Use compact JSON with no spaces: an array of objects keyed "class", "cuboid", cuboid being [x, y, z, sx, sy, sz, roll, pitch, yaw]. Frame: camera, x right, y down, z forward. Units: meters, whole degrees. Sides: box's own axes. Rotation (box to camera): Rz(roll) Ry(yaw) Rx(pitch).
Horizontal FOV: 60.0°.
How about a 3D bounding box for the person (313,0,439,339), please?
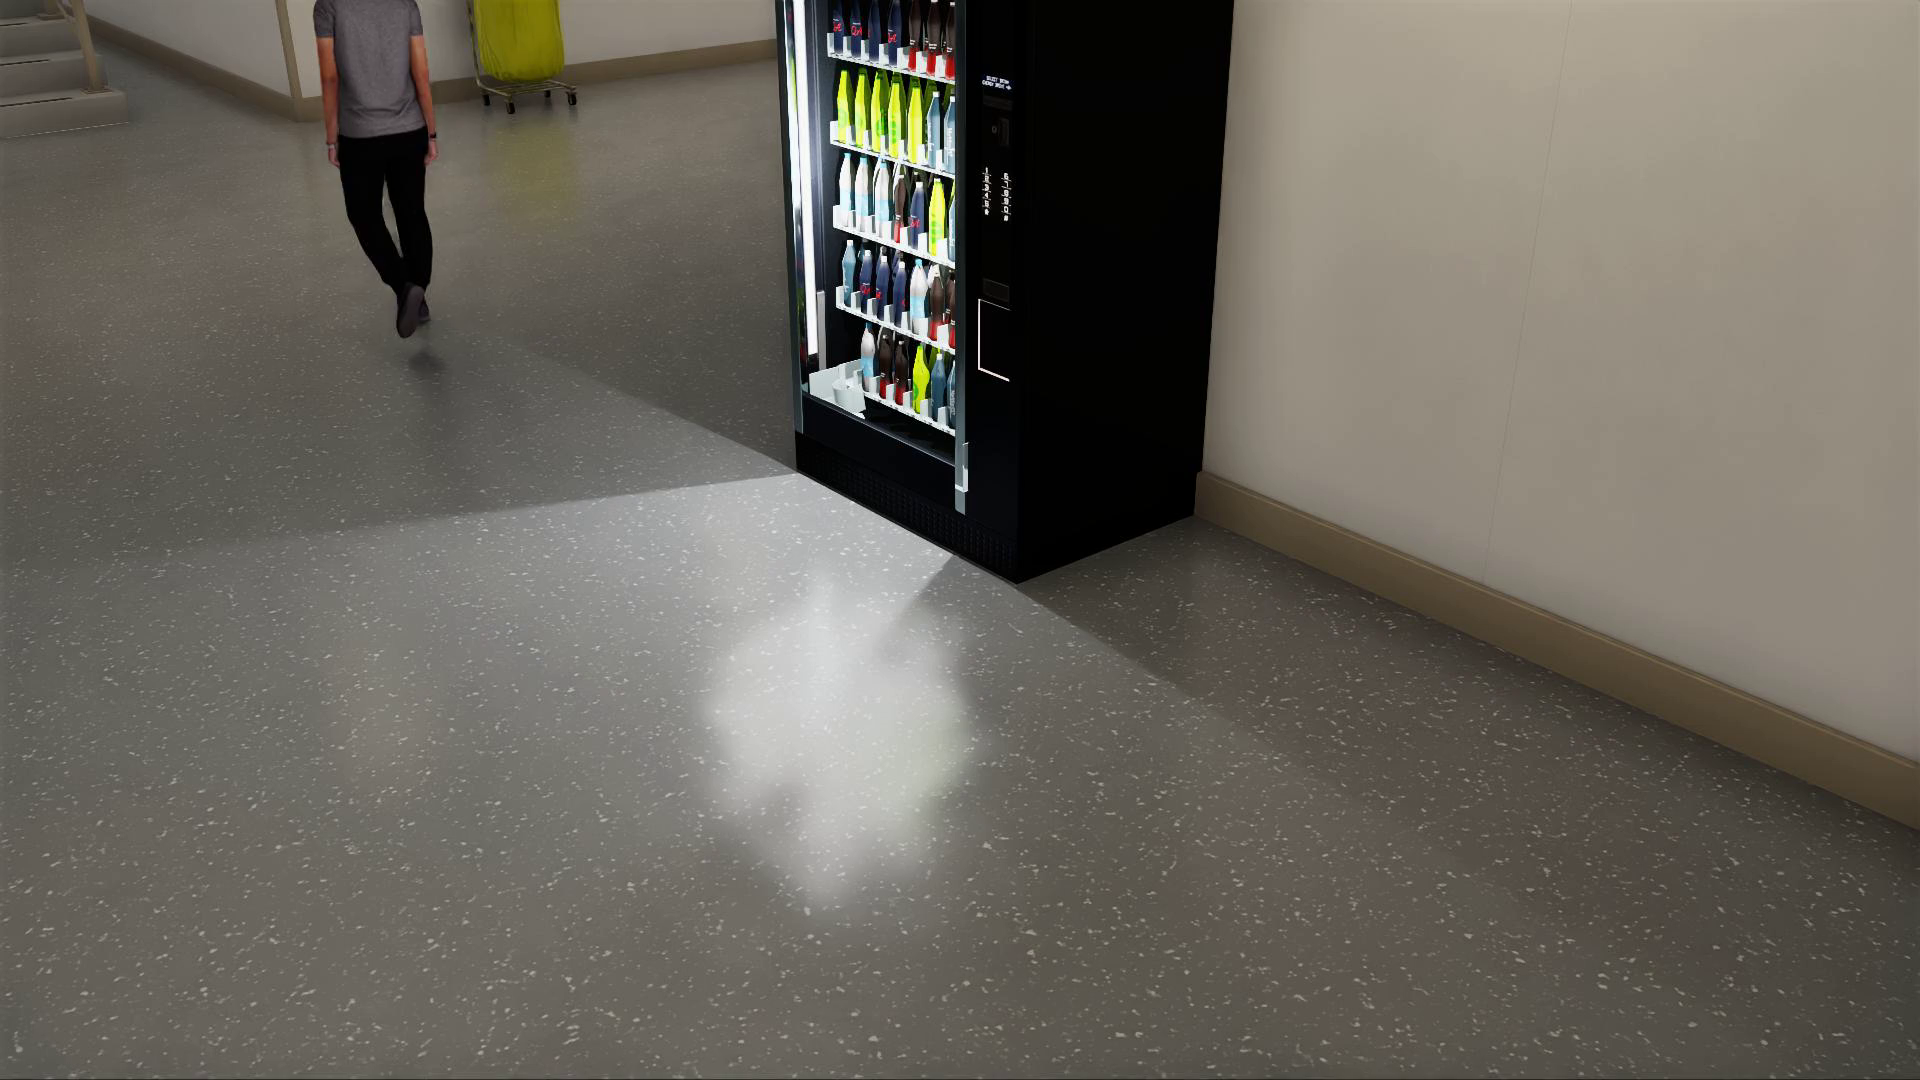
[{"class":"person","cuboid":[-2.460,-1.718,7.122,0.665,1.738,0.945,-16,30,-30]}]
